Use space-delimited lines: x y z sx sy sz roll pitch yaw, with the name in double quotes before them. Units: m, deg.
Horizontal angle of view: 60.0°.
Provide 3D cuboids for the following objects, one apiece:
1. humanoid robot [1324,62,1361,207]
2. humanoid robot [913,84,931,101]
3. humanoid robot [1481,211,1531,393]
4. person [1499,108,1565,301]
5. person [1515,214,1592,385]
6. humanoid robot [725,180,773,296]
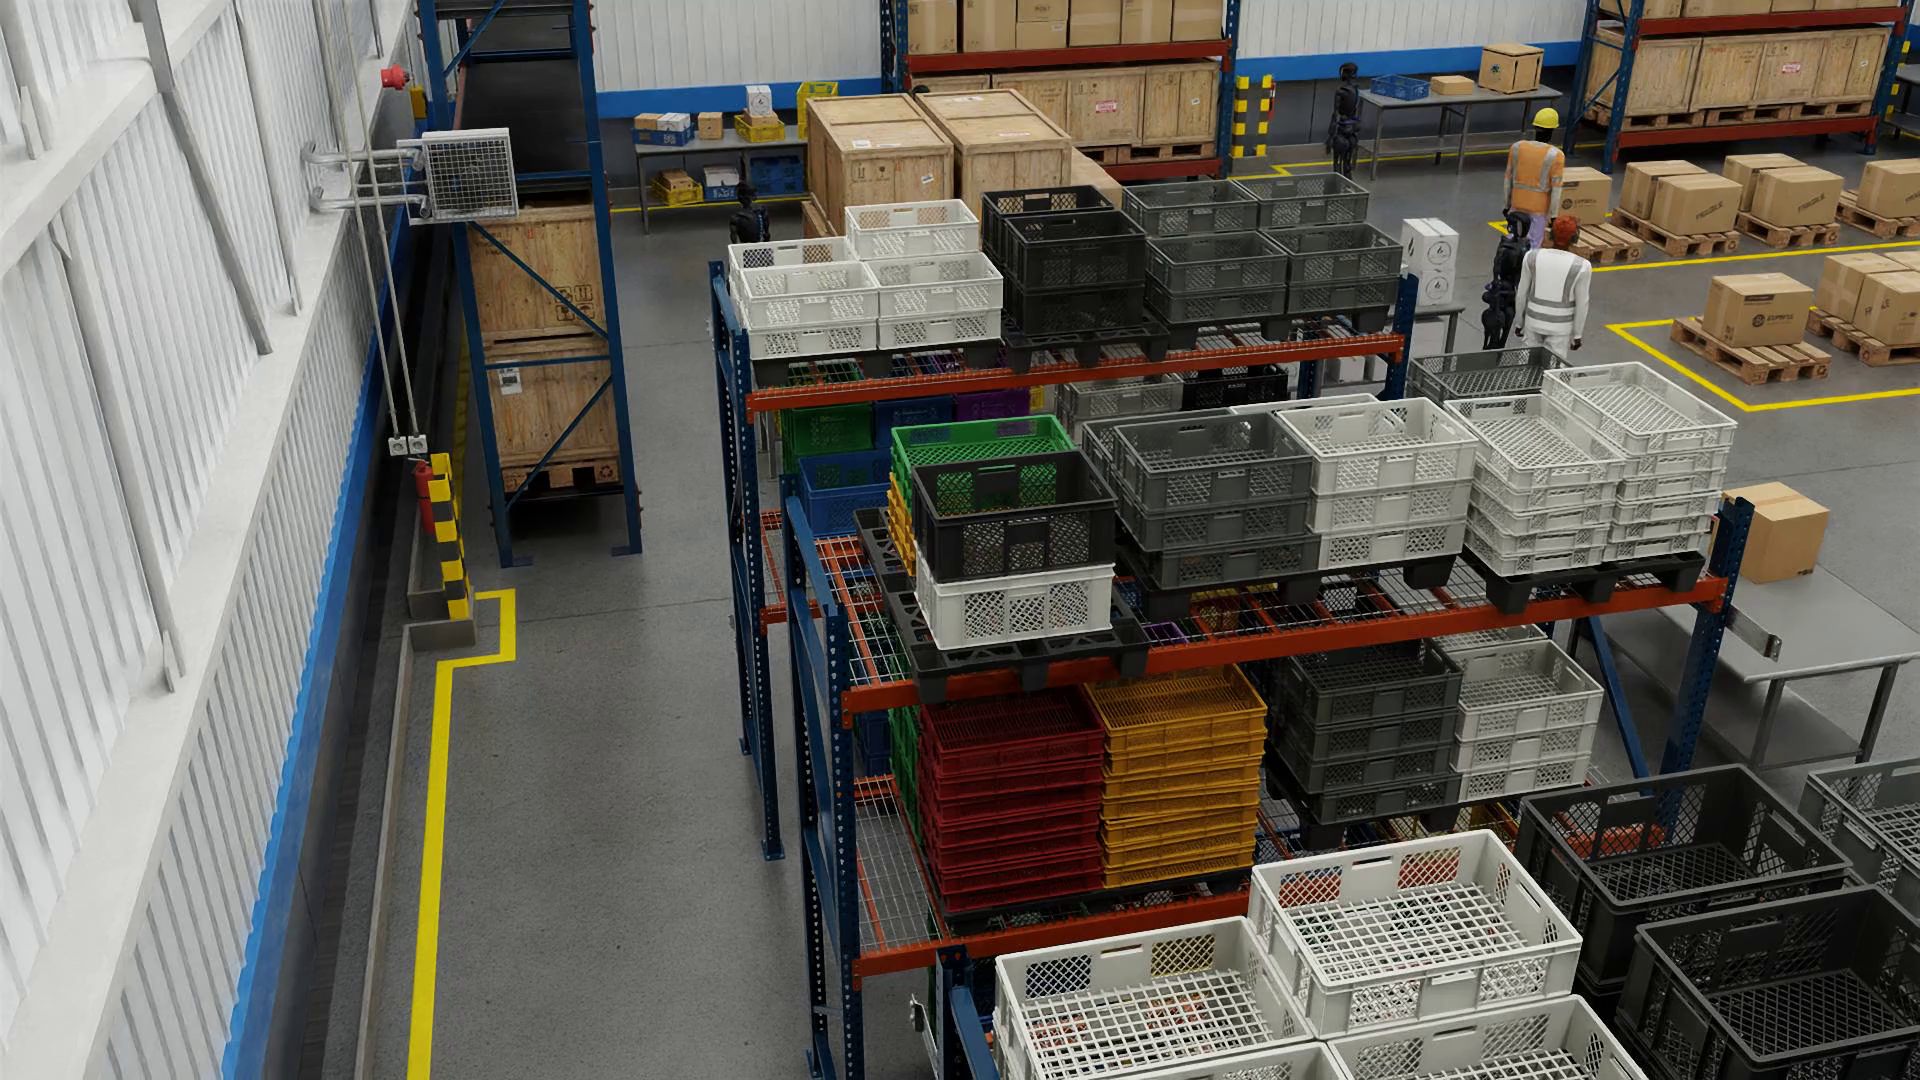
"humanoid robot" 4.532 -4.789 19.615 0.316 1.650 0.569 21 34 35
"humanoid robot" -0.425 -4.256 18.596 0.331 1.657 0.584 19 33 31
"humanoid robot" 4.710 -2.023 14.360 0.327 1.657 0.584 25 36 38
"person" 5.705 -3.344 16.611 0.593 1.926 0.363 24 36 37
"person" 4.826 -1.747 13.631 0.573 1.882 0.356 19 33 32
"humanoid robot" -1.908 -2.468 15.203 0.313 1.657 0.613 16 32 27
